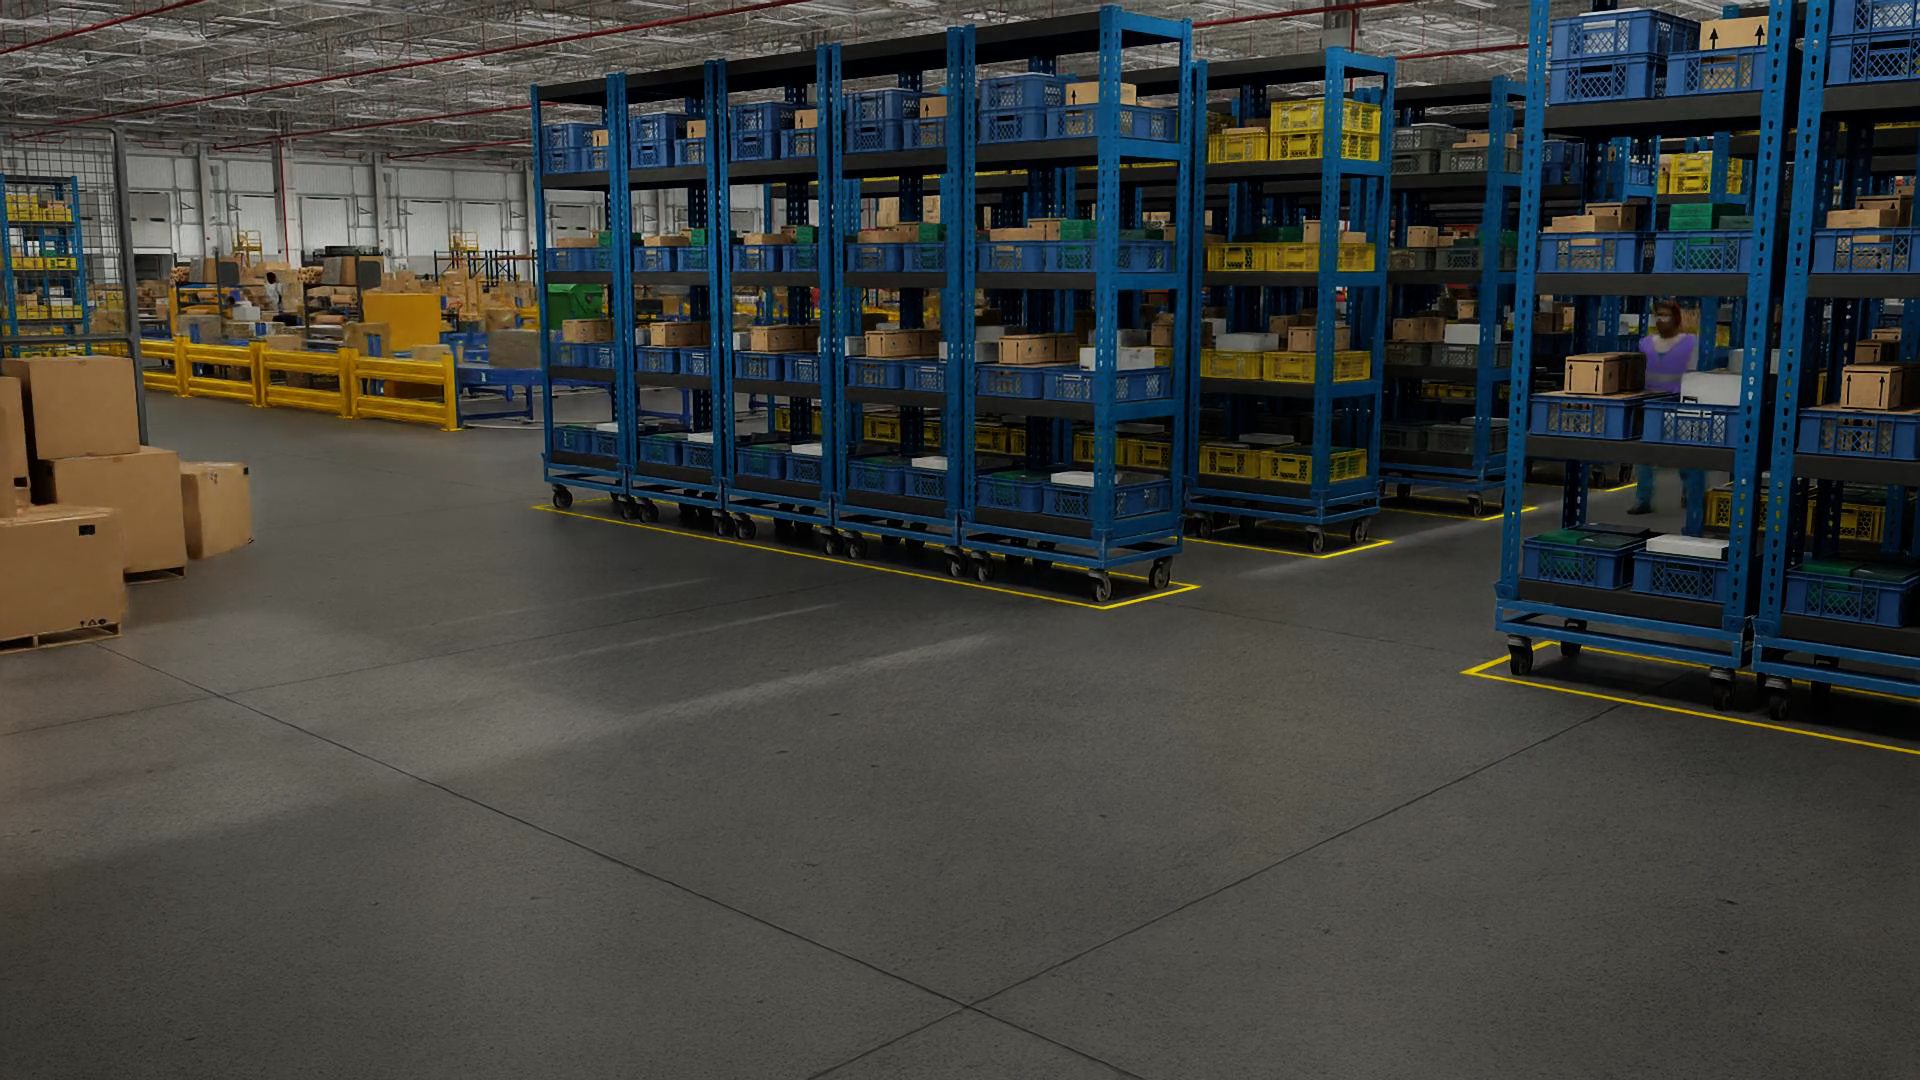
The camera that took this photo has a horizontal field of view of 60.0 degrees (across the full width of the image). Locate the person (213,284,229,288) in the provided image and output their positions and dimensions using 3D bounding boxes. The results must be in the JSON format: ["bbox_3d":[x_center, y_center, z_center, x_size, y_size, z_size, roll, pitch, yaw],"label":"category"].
[{"bbox_3d":[-26.522,-8.632,59.765,0.548,1.934,0.376,-2,10,-15],"label":"person"}]

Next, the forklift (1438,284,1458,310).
[{"bbox_3d":[13.561,-7.120,47.597,1.873,2.768,1.129,9,13,43],"label":"forklift"}]

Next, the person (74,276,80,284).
[{"bbox_3d":[-45.110,-12.830,85.309,0.376,1.997,0.612,4,10,24],"label":"person"}]

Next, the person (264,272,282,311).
[{"bbox_3d":[-22.082,-7.617,53.439,0.607,1.966,0.373,2,10,14],"label":"person"}]

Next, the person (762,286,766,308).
[{"bbox_3d":[-5.702,-6.759,49.201,0.286,1.631,0.501,-4,10,-25],"label":"person"}]

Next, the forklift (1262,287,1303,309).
[{"bbox_3d":[10.769,-8.203,54.240,1.129,2.768,1.873,8,12,42],"label":"forklift"}]

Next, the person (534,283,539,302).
[{"bbox_3d":[-16.159,-9.291,64.163,0.520,1.831,0.613,0,9,3],"label":"person"}]

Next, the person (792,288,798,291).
[{"bbox_3d":[-7.555,-11.022,75.457,0.532,1.588,0.862,-7,11,-35],"label":"person"}]

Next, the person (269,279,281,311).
[{"bbox_3d":[-24.971,-8.752,60.676,0.597,1.888,0.910,5,11,28],"label":"person"}]

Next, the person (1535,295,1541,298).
[{"bbox_3d":[15.346,-6.149,44.898,0.591,1.823,0.404,-1,9,-6],"label":"person"}]

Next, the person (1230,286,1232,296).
[{"bbox_3d":[8.866,-7.632,53.806,0.585,1.869,1.021,1,9,8],"label":"person"}]

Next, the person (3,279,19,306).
[{"bbox_3d":[-32.722,-8.205,57.460,0.520,1.840,0.732,-8,12,-39],"label":"person"}]

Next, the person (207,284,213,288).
[{"bbox_3d":[-36.708,-12.193,81.612,0.364,1.930,0.588,0,9,0],"label":"person"}]

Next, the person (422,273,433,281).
[{"bbox_3d":[-25.947,-12.053,81.012,0.629,1.846,0.429,0,9,1],"label":"person"}]

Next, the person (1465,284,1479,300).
[{"bbox_3d":[7.922,-3.088,25.771,0.696,1.921,0.614,7,12,38],"label":"person"}]

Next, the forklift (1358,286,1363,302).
[{"bbox_3d":[11.100,-7.017,46.970,1.873,2.768,1.129,9,13,43],"label":"forklift"}]

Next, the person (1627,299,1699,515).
[{"bbox_3d":[6.022,-1.131,14.130,0.812,1.817,0.578,-7,12,-38],"label":"person"}]
